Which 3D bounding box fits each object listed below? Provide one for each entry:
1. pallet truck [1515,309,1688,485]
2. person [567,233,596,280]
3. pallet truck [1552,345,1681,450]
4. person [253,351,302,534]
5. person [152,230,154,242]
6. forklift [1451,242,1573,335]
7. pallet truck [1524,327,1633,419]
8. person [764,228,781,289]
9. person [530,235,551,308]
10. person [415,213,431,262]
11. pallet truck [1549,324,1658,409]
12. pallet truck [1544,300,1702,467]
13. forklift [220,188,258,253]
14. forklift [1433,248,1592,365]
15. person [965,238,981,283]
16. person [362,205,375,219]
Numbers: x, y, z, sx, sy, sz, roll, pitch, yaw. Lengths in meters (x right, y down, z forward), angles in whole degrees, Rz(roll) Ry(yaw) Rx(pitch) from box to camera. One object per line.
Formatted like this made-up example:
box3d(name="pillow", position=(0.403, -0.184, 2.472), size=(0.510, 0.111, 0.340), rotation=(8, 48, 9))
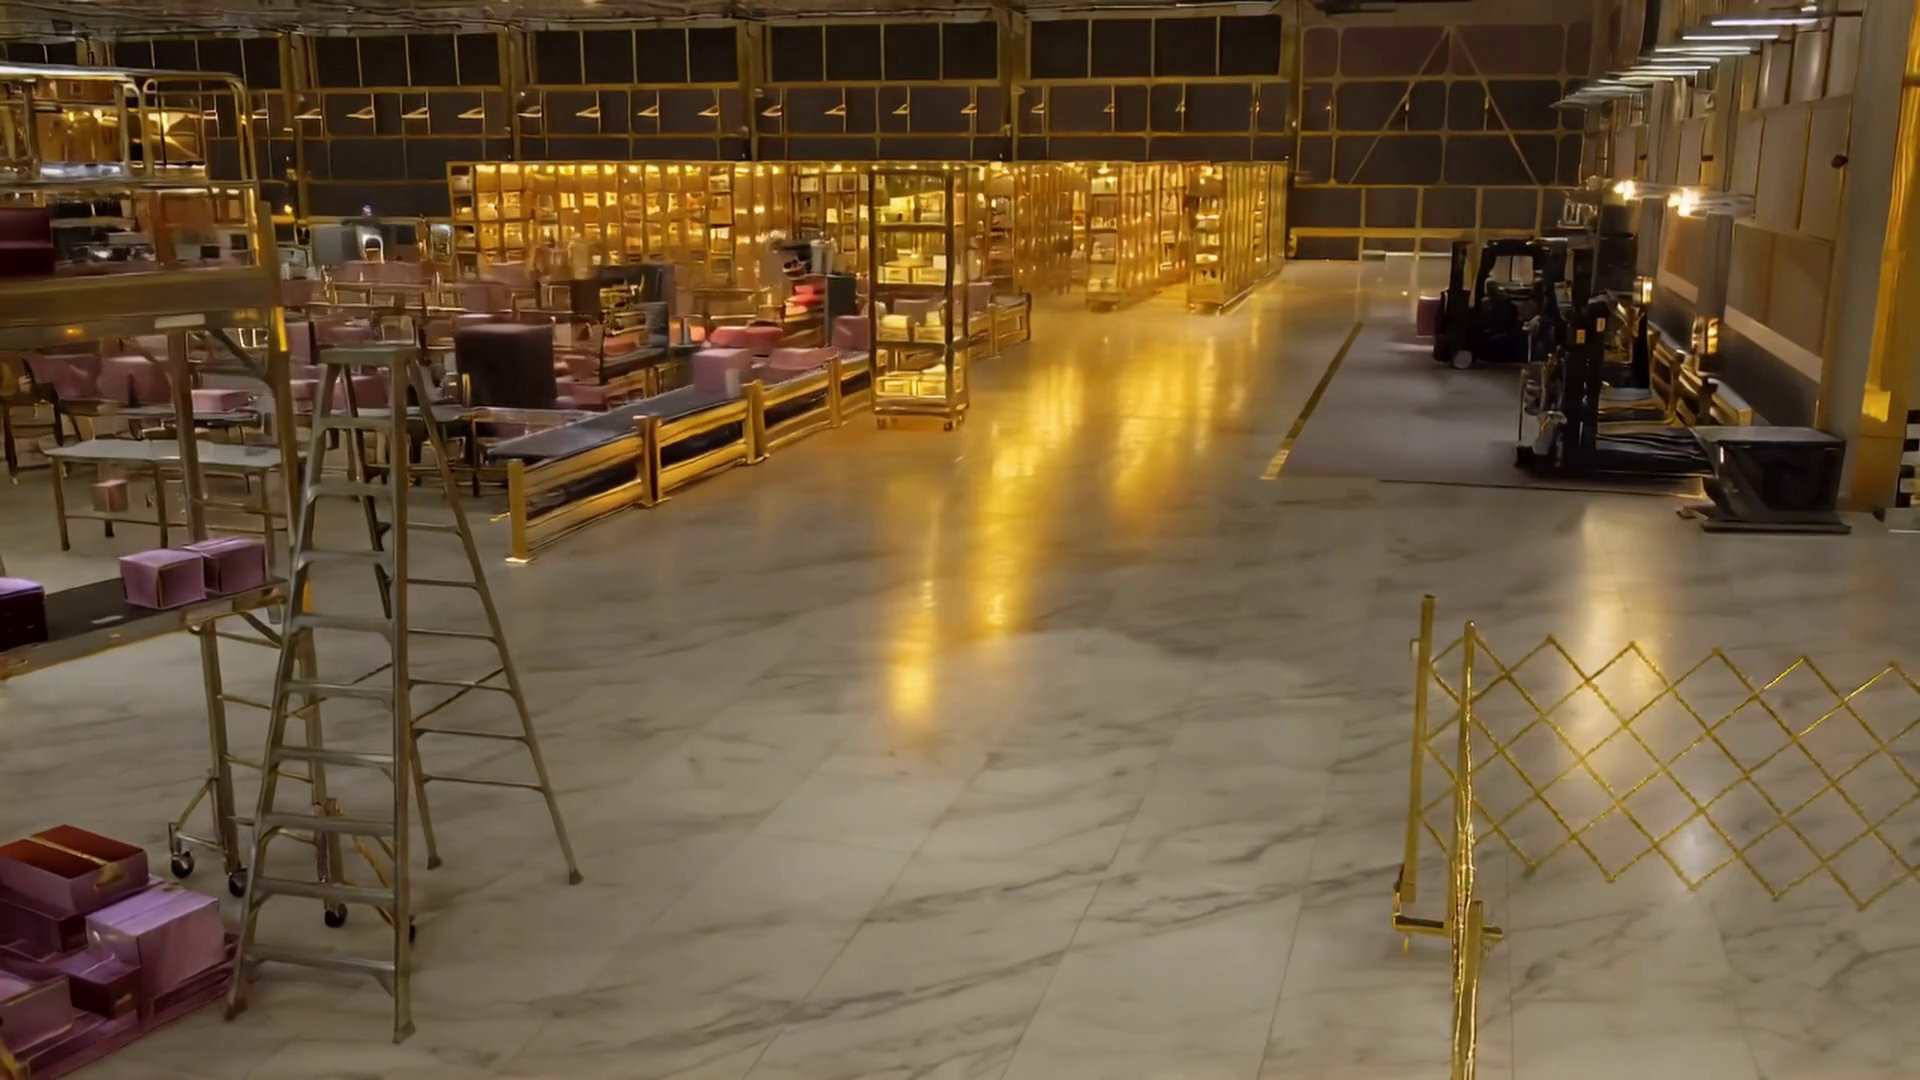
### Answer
box3d(name="pallet truck", position=(7.554, -1.677, 19.446), size=(1.885, 1.965, 0.823), rotation=(3, 13, 14))
box3d(name="person", position=(-9.486, -6.785, 41.838), size=(1.044, 1.839, 0.657), rotation=(12, 18, 42))
box3d(name="pallet truck", position=(8.641, -1.896, 21.908), size=(1.630, 1.274, 0.653), rotation=(4, 14, 16))
box3d(name="person", position=(-6.914, -0.981, 16.741), size=(0.642, 1.853, 0.503), rotation=(3, 13, 12))
box3d(name="person", position=(-24.597, -9.042, 51.394), size=(0.617, 1.940, 0.417), rotation=(-6, 14, -23))
box3d(name="forklift", position=(10.464, -4.597, 31.405), size=(2.680, 1.987, 1.157), rotation=(4, 14, 16))
box3d(name="pallet truck", position=(9.065, -2.460, 24.370), size=(1.522, 1.261, 0.704), rotation=(3, 13, 14))
box3d(name="person", position=(-4.644, -6.789, 41.568), size=(0.449, 1.972, 0.621), rotation=(8, 15, 30))
box3d(name="person", position=(-10.452, -6.660, 41.380), size=(0.590, 1.812, 0.642), rotation=(2, 13, 9))
box3d(name="person", position=(-19.123, -10.752, 59.227), size=(0.485, 1.735, 0.347), rotation=(-7, 15, -29))
box3d(name="pallet truck", position=(9.824, -2.669, 25.407), size=(1.601, 1.201, 0.680), rotation=(4, 14, 16))
box3d(name="pallet truck", position=(8.263, -1.952, 20.631), size=(1.885, 1.965, 0.823), rotation=(5, 14, 20))
box3d(name="forklift", position=(-26.180, -11.548, 60.153), size=(1.129, 2.768, 1.873), rotation=(4, 14, 16))
box3d(name="forklift", position=(9.780, -4.111, 29.280), size=(2.680, 1.987, 1.157), rotation=(3, 13, 14))
box3d(name="person", position=(0.383, -6.410, 40.345), size=(0.926, 1.783, 0.596), rotation=(3, 13, 13))
box3d(name="person", position=(-22.522, -11.869, 63.716), size=(0.706, 1.886, 0.487), rotation=(9, 16, 33))
